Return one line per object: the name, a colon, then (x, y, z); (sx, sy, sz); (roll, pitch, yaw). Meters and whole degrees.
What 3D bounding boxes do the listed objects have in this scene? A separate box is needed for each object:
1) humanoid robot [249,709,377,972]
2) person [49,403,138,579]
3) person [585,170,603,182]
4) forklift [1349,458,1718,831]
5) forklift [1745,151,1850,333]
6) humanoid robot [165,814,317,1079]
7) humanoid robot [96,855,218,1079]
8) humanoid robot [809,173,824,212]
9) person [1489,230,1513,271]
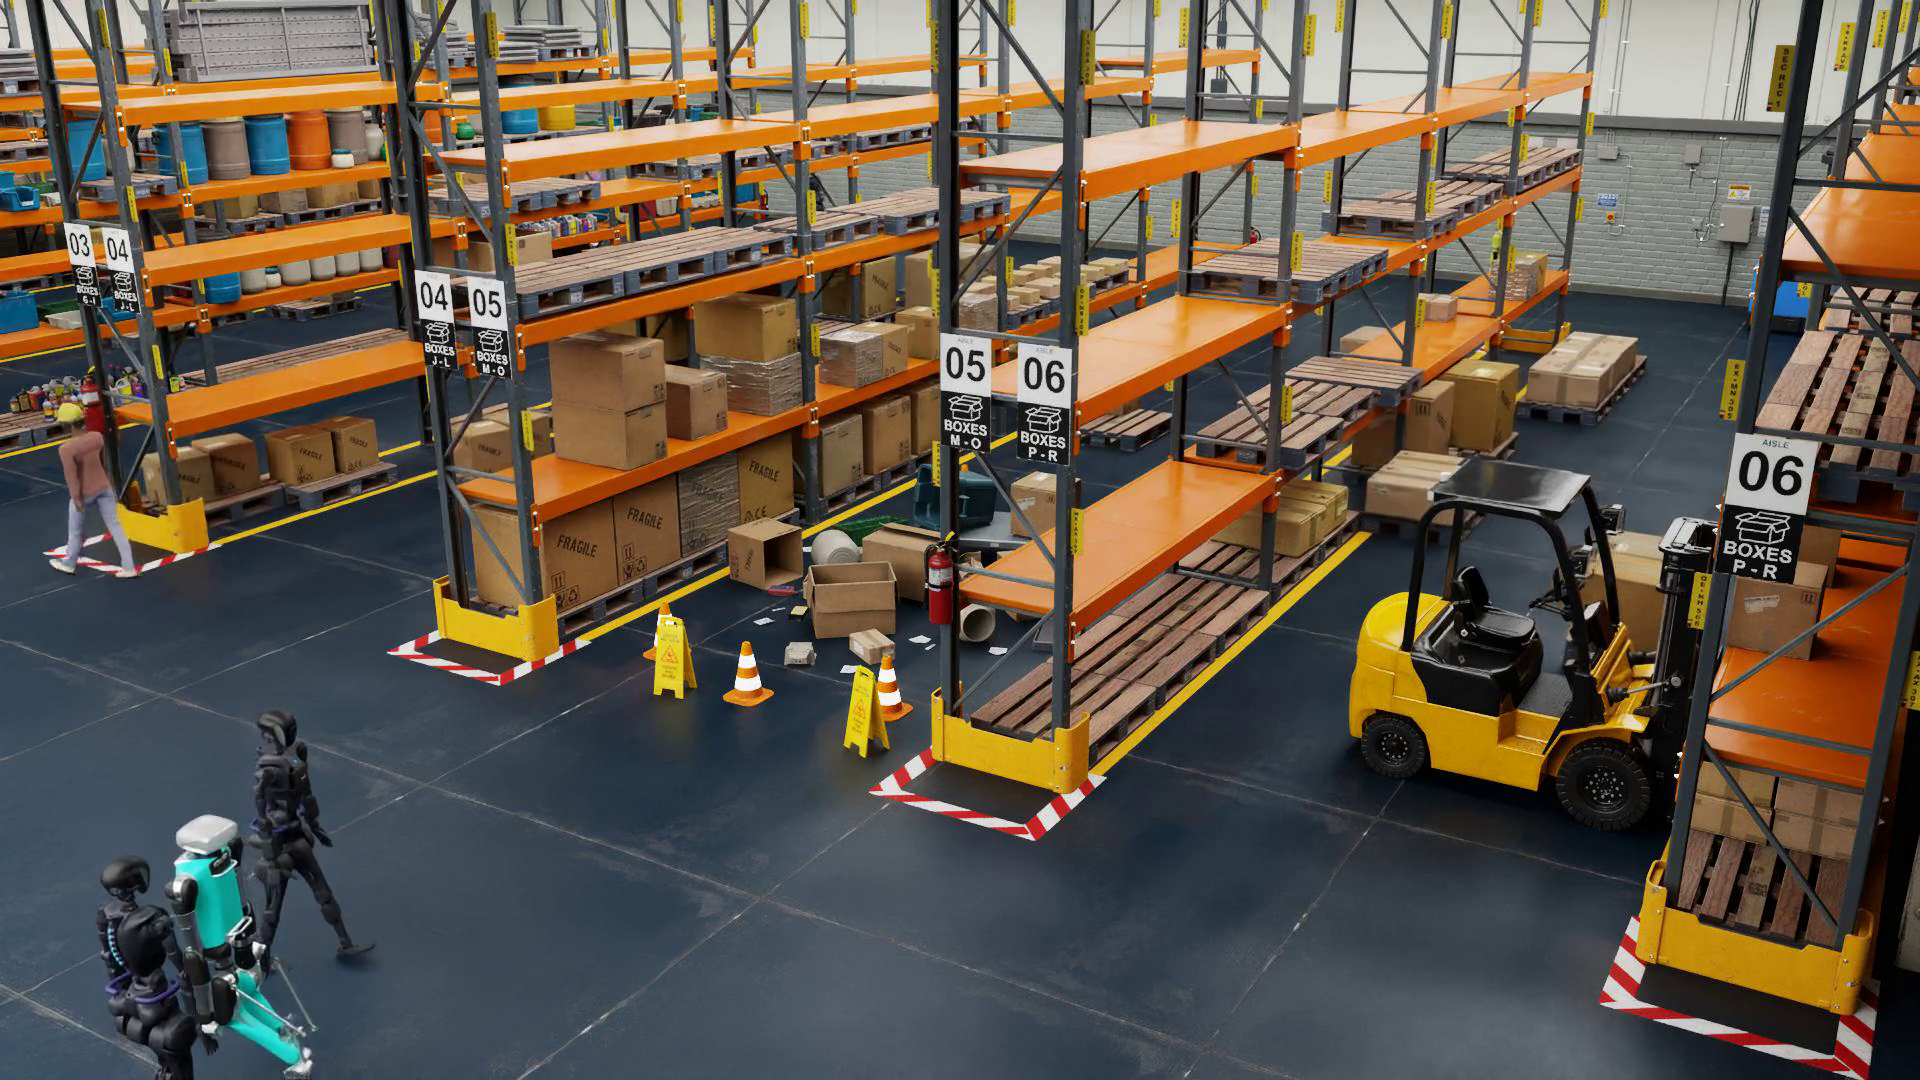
humanoid robot: (-3.801, 1.723, 9.509); (0.715, 1.632, 0.602); (2, 19, 7)
person: (-8.278, -0.462, 15.731); (0.906, 1.720, 0.530); (8, 21, 21)
person: (-7.825, -7.449, 36.004); (0.875, 1.653, 0.510); (9, 21, 24)
forklift: (3.988, 0.658, 11.776); (2.313, 2.155, 1.214); (11, 22, 29)
forklift: (13.620, -4.667, 26.137); (1.873, 2.768, 1.129); (11, 22, 29)
humanoid robot: (-3.363, 2.212, 8.073); (0.685, 1.863, 0.542); (2, 19, 5)
humanoid robot: (-3.846, 2.243, 7.961); (0.601, 1.649, 0.340); (8, 21, 23)
humanoid robot: (-3.045, -7.055, 34.857); (0.367, 1.635, 0.613); (6, 20, 17)
person: (8.984, -4.577, 27.658); (0.320, 1.695, 0.536); (17, 25, 39)
